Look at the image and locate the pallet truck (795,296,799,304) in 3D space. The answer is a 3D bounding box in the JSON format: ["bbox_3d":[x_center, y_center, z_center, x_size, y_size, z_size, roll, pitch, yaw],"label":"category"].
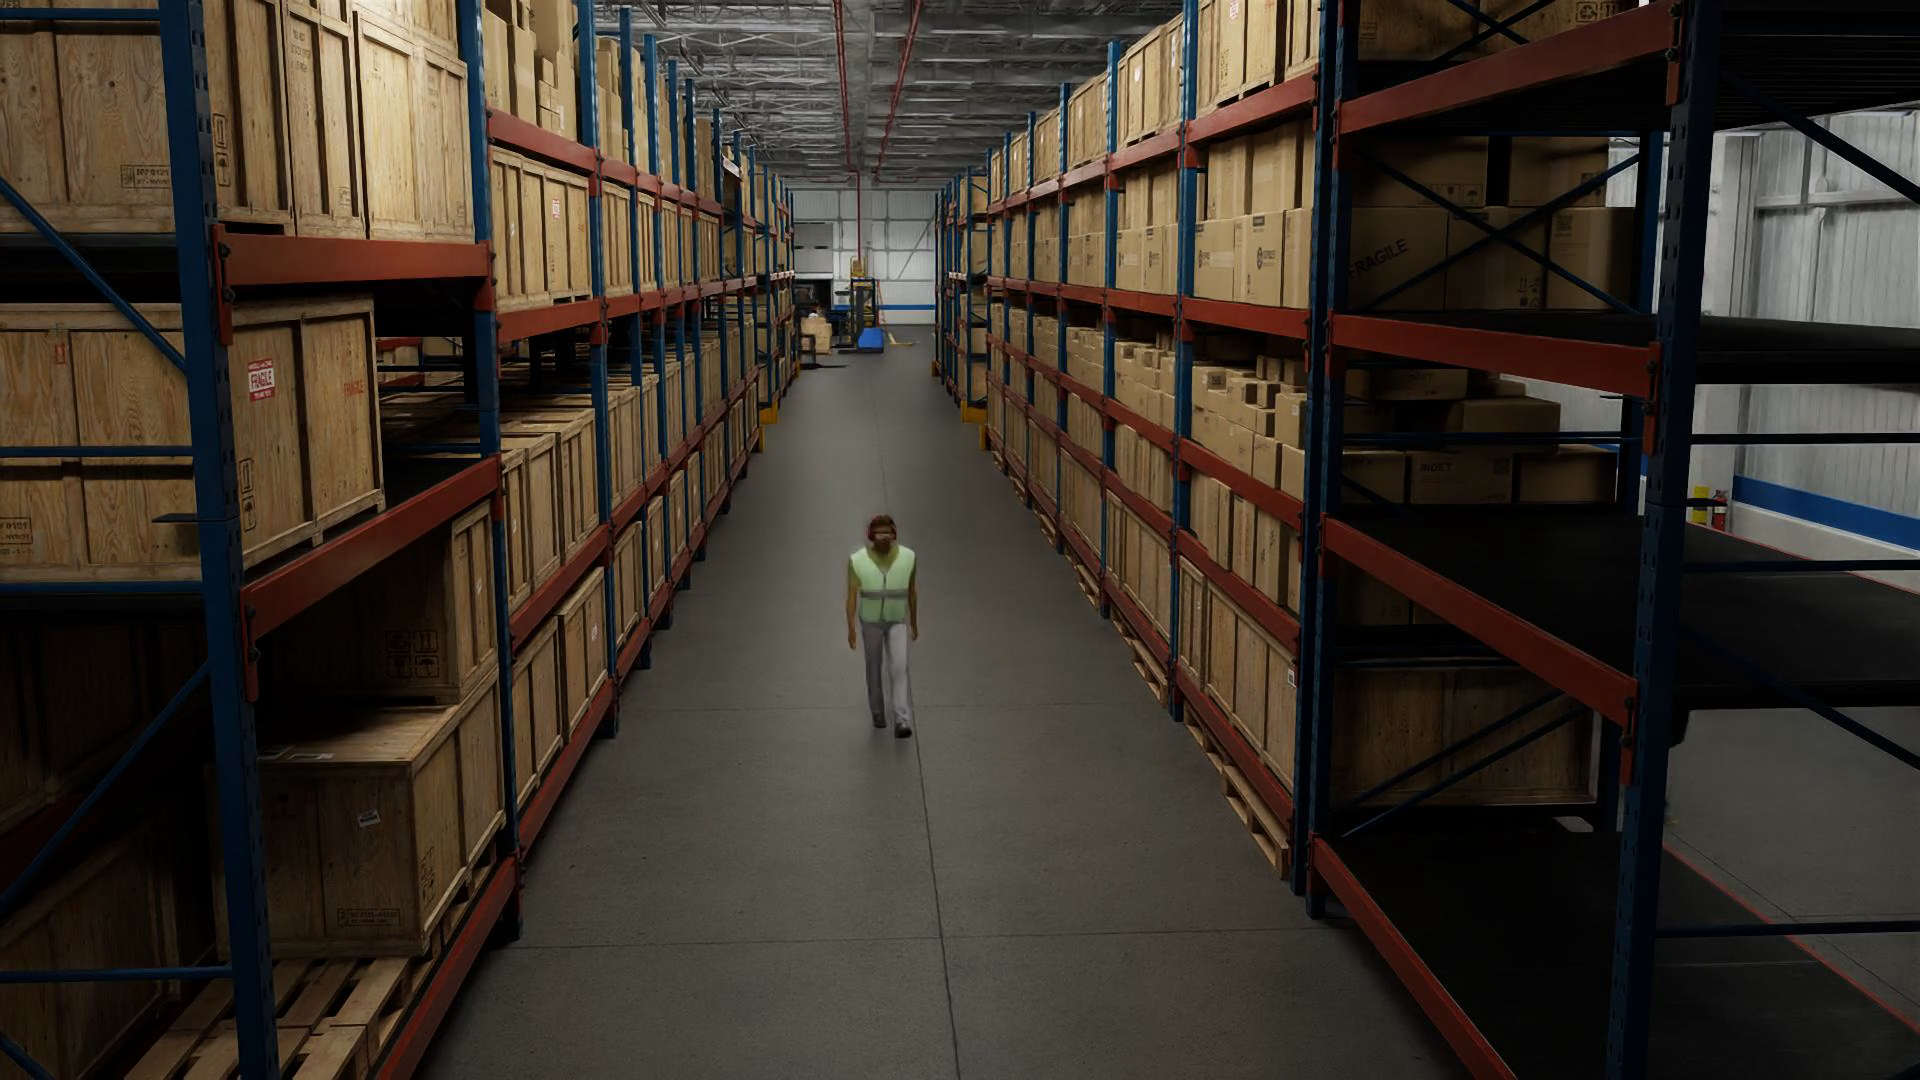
[{"bbox_3d":[-8.622,-12.439,91.403,1.885,1.965,0.823,2,10,13],"label":"pallet truck"}]

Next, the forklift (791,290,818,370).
[{"bbox_3d":[-6.005,-7.438,58.899,1.873,2.768,1.129,-1,10,-6],"label":"forklift"}]

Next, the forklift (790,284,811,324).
[{"bbox_3d":[-7.280,-10.322,76.127,1.129,2.768,1.873,2,10,9],"label":"forklift"}]

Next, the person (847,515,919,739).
[{"bbox_3d":[-0.608,0.704,13.455,0.598,1.798,0.956,-2,10,-10],"label":"person"}]

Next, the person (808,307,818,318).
[{"bbox_3d":[-6.390,-9.283,72.778,0.543,1.928,0.401,9,13,43],"label":"person"}]

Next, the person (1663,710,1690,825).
[{"bbox_3d":[4.898,0.932,11.624,0.622,1.972,0.823,0,10,-1],"label":"person"}]

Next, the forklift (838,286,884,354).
[{"bbox_3d":[-4.123,-9.110,68.885,1.873,2.768,1.129,-1,10,-3],"label":"forklift"}]

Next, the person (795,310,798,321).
[{"bbox_3d":[-7.411,-9.902,76.559,0.642,1.911,0.944,-7,12,-35],"label":"person"}]
